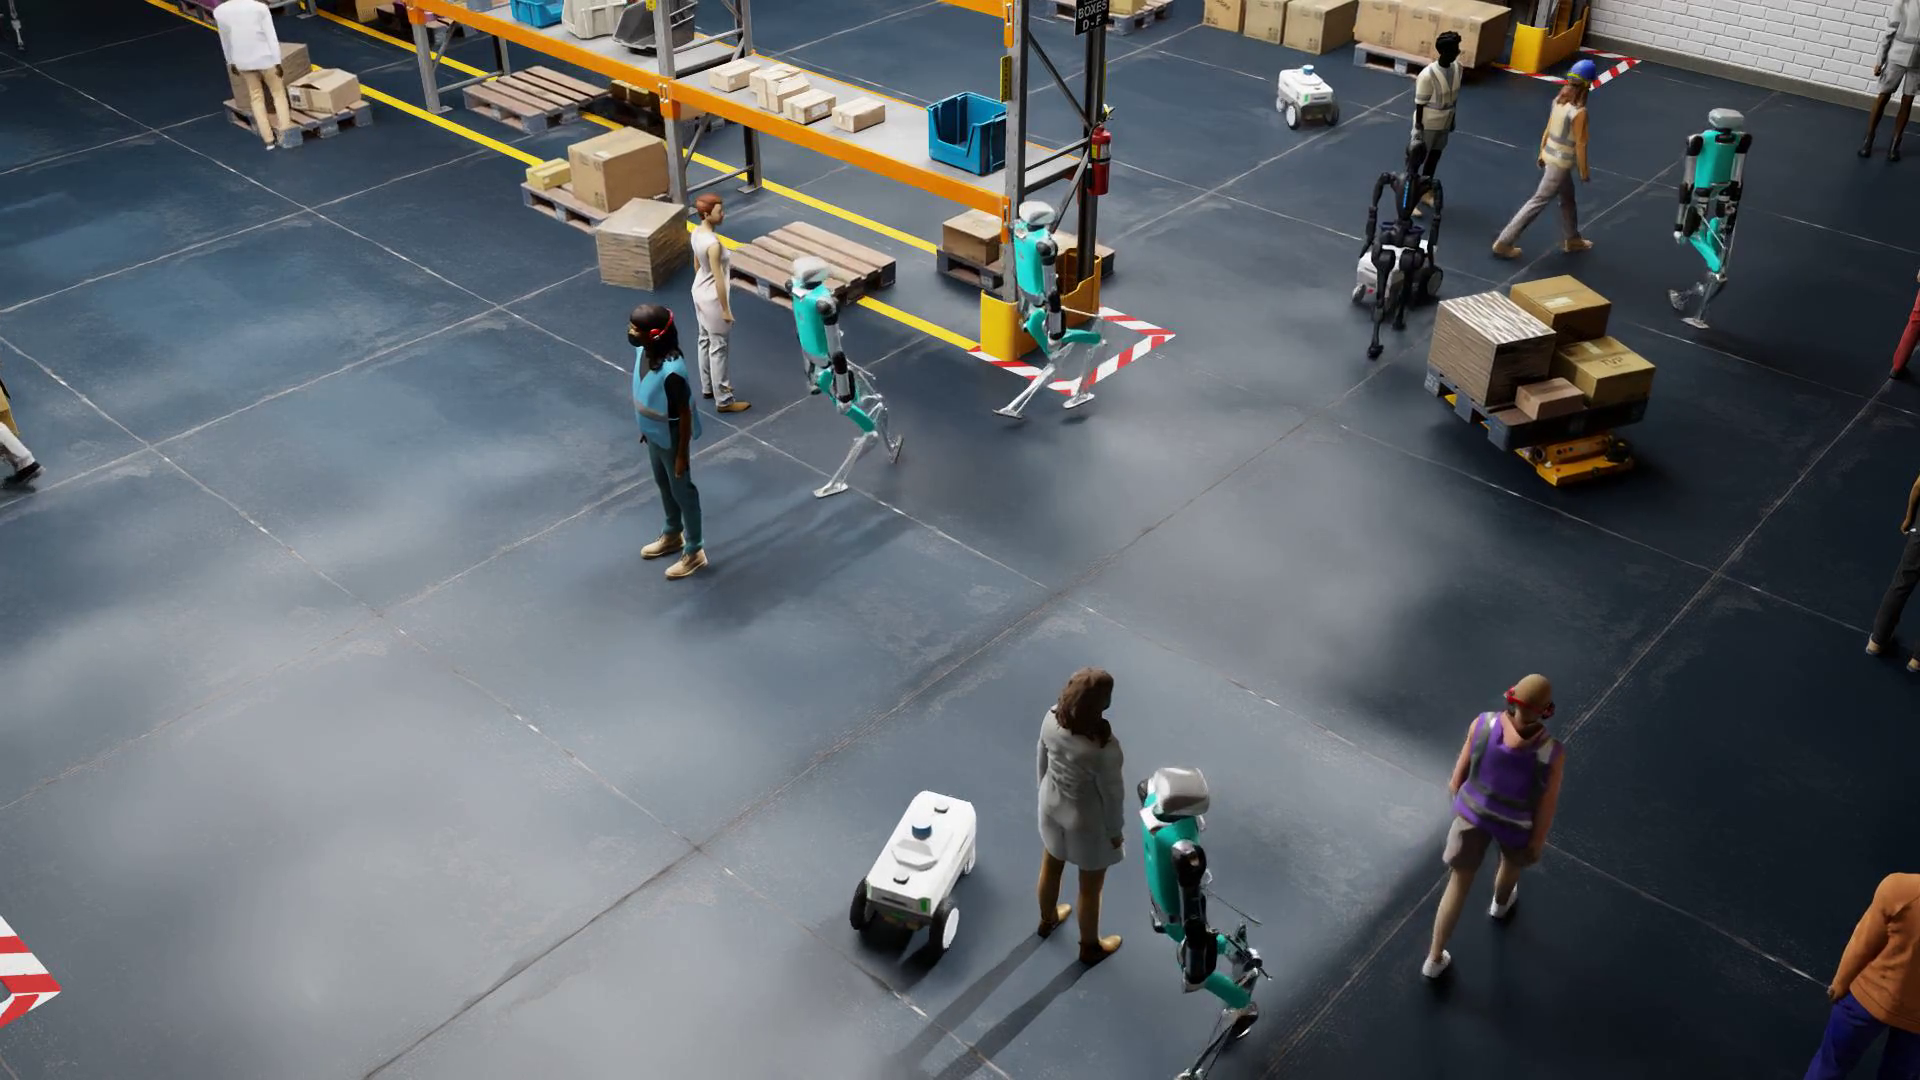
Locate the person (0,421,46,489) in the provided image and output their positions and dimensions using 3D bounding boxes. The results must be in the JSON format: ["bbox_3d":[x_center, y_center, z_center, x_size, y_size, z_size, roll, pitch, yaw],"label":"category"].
[{"bbox_3d":[-6.734,-1.225,11.214,0.555,1.837,0.672,-15,37,-21],"label":"person"}]

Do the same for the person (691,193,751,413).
[{"bbox_3d":[-1.781,-1.728,12.089,0.291,1.657,0.449,-16,38,-22],"label":"person"}]

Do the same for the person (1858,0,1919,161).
[{"bbox_3d":[9.154,-4.628,16.062,0.546,1.926,0.388,13,37,18],"label":"person"}]

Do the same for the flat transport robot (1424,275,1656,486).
[{"bbox_3d":[4.161,-0.875,12.077,0.659,0.231,1.431,-12,36,-17],"label":"flat transport robot"}]

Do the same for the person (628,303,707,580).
[{"bbox_3d":[-1.808,-0.618,10.301,0.395,1.865,0.522,-22,40,-29],"label":"person"}]

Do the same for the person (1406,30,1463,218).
[{"bbox_3d":[4.272,-3.760,15.006,0.533,1.691,0.319,-22,40,-29],"label":"person"}]

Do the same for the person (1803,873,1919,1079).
[{"bbox_3d":[3.783,1.828,6.668,0.515,1.973,0.405,14,37,20],"label":"person"}]

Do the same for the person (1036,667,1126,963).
[{"bbox_3d":[0.564,1.266,7.745,0.343,1.662,0.487,-29,44,-35],"label":"person"}]

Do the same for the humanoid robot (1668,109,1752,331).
[{"bbox_3d":[5.955,-2.403,13.041,0.539,1.759,0.988,-7,35,-10],"label":"humanoid robot"}]

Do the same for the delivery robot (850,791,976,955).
[{"bbox_3d":[-0.185,1.602,8.228,0.499,0.583,0.765,13,37,17],"label":"delivery robot"}]

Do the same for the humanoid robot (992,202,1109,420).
[{"bbox_3d":[0.711,-1.618,11.865,1.026,1.737,0.538,-17,38,-23],"label":"humanoid robot"}]

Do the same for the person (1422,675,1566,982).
[{"bbox_3d":[2.477,1.296,7.713,0.502,1.649,0.880,21,40,28],"label":"person"}]

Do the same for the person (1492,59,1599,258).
[{"bbox_3d":[5.112,-3.234,14.206,0.936,1.718,0.491,-4,35,-6],"label":"person"}]

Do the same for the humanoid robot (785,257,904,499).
[{"bbox_3d":[-0.648,-1.144,11.195,0.938,1.777,0.547,-21,40,-28],"label":"humanoid robot"}]

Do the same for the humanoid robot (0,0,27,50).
[{"bbox_3d":[-11.000,-6.419,18.915,0.610,1.626,0.783,-16,38,-22],"label":"humanoid robot"}]

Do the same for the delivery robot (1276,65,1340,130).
[{"bbox_3d":[3.583,-4.594,17.230,0.499,0.612,0.814,-8,35,-12],"label":"delivery robot"}]

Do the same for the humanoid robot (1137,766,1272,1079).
[{"bbox_3d":[1.148,1.649,7.139,0.827,1.787,0.533,-8,35,-11],"label":"humanoid robot"}]

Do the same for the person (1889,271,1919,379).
[{"bbox_3d":[7.379,-1.957,12.335,0.516,1.756,0.339,27,43,34],"label":"person"}]

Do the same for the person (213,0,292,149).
[{"bbox_3d":[-6.964,-4.741,16.404,0.585,1.708,0.478,-3,35,-4],"label":"person"}]

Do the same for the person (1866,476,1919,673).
[{"bbox_3d":[5.655,-0.060,9.513,0.346,1.843,0.506,-28,44,-34],"label":"person"}]

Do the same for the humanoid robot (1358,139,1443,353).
[{"bbox_3d":[3.413,-2.294,12.932,0.590,1.630,0.800,11,36,16],"label":"humanoid robot"}]

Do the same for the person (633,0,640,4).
[{"bbox_3d":[-3.941,-7.086,19.802,0.468,1.710,0.821,-7,35,-11],"label":"person"}]

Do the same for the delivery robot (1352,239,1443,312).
[{"bbox_3d":[3.640,-2.258,13.847,0.815,0.614,0.499,-27,43,-33],"label":"delivery robot"}]
